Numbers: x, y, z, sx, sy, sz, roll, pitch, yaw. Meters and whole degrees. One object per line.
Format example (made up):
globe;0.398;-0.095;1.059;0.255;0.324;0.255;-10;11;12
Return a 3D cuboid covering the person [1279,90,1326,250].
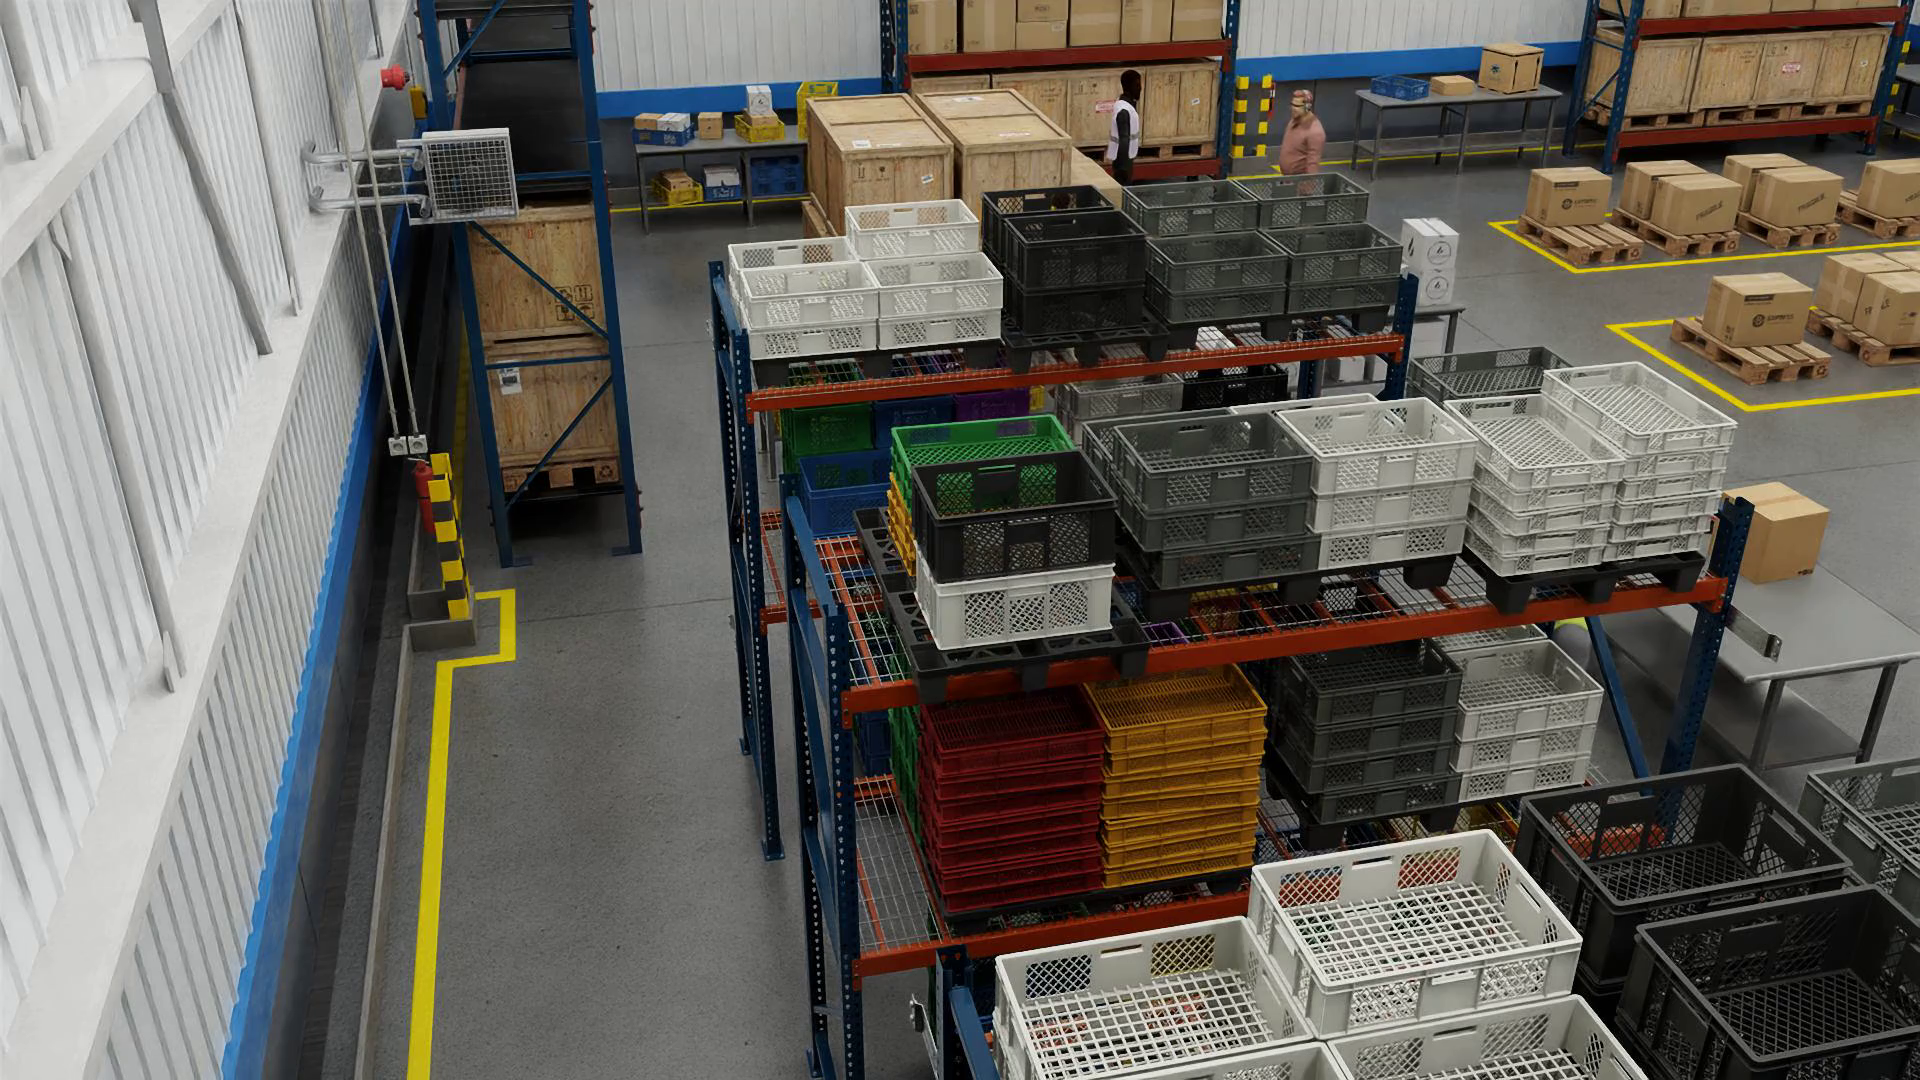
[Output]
person;3.527;-3.756;17.417;0.400;1.900;0.651;-5;28;-10

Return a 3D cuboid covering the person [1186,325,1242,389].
person;1.850;-0.940;12.084;0.355;1.884;0.575;-15;31;-26

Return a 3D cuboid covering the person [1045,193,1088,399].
person;0.886;-2.103;14.327;0.419;1.857;0.547;22;35;35

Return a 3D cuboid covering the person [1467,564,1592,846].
person;3.034;0.816;8.801;0.430;1.841;0.624;0;28;0

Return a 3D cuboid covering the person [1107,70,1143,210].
person;1.790;-4.162;18.158;0.379;1.918;0.596;3;28;5
